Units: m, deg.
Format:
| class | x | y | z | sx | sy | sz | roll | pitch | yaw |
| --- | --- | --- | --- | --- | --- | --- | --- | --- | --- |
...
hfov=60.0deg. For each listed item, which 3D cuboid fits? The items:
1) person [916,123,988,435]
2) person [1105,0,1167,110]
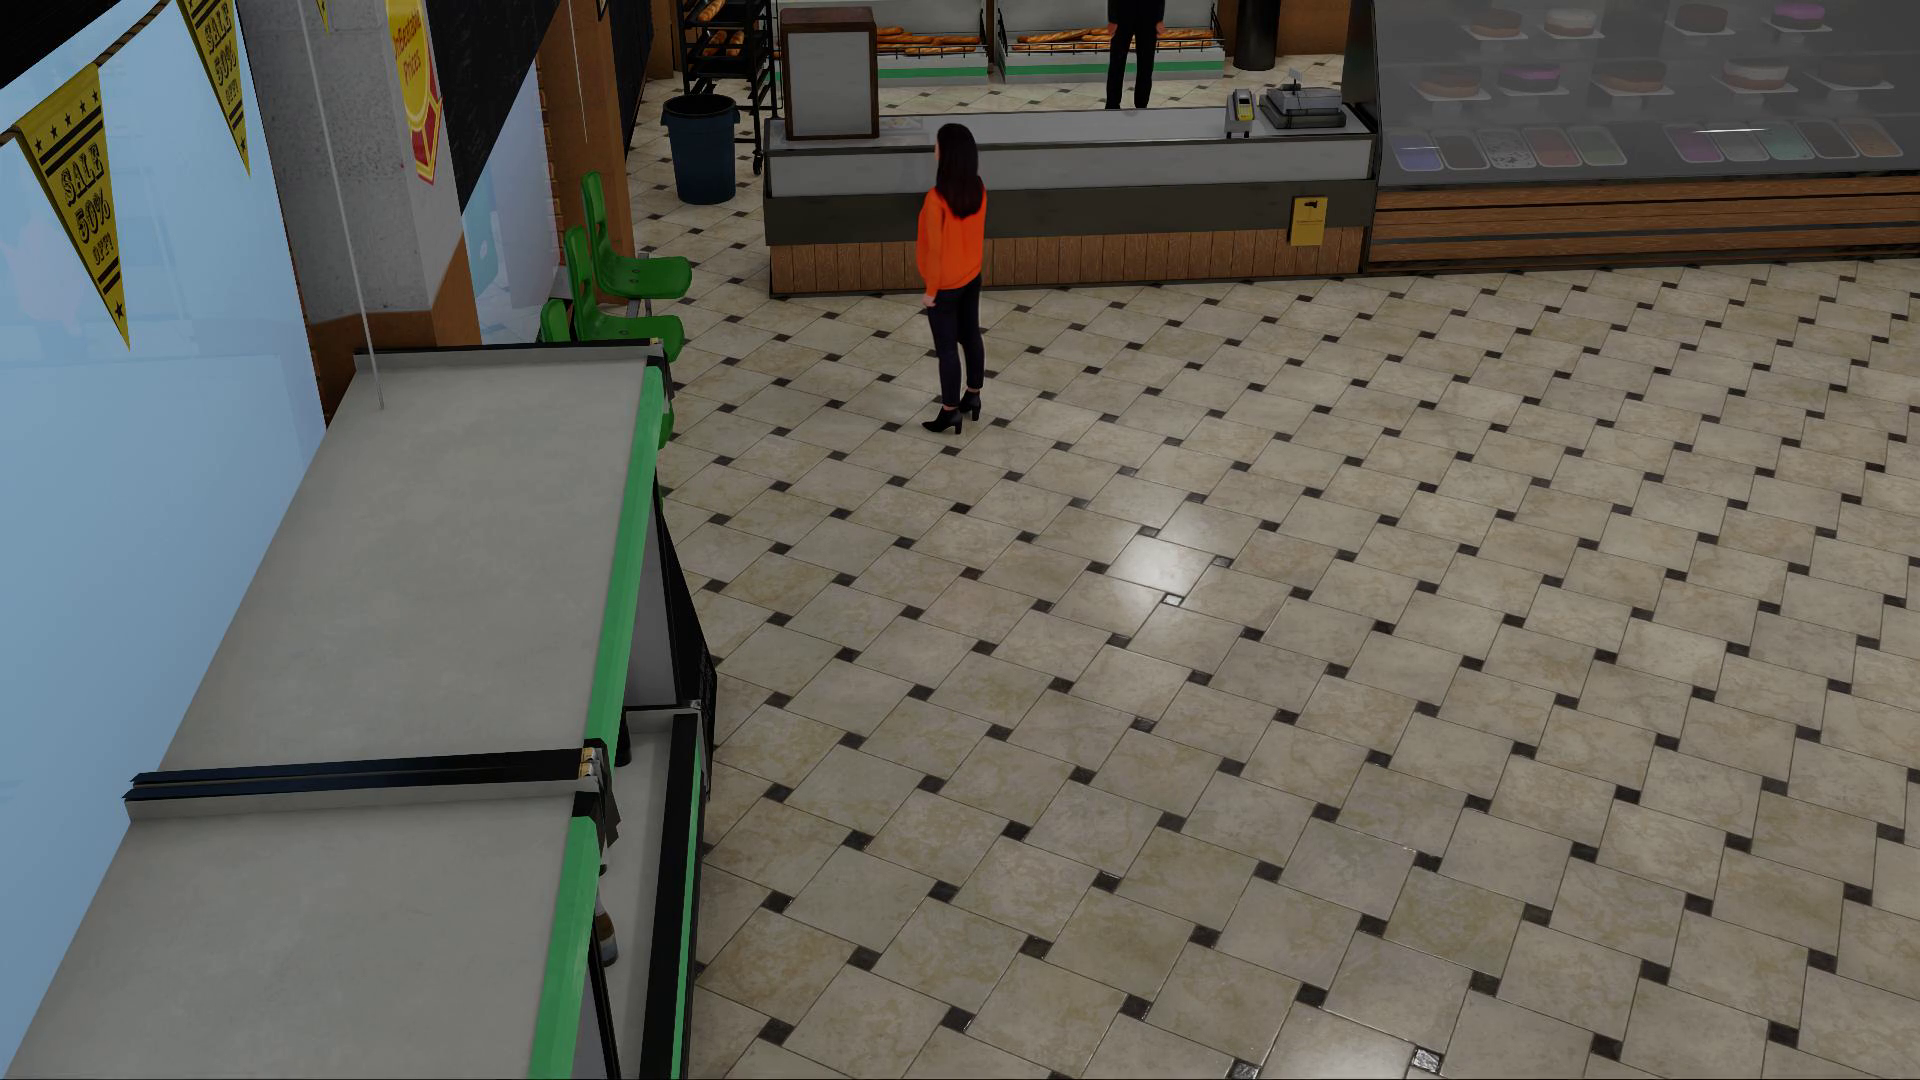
| class | x | y | z | sx | sy | sz | roll | pitch | yaw |
| --- | --- | --- | --- | --- | --- | --- | --- | --- | --- |
| person | -0.030 | -1.407 | 9.027 | 0.767 | 1.749 | 0.693 | 21 | 37 | 30 |
| person | 1.429 | -4.241 | 13.470 | 0.621 | 1.868 | 0.573 | -2 | 32 | -3 |
